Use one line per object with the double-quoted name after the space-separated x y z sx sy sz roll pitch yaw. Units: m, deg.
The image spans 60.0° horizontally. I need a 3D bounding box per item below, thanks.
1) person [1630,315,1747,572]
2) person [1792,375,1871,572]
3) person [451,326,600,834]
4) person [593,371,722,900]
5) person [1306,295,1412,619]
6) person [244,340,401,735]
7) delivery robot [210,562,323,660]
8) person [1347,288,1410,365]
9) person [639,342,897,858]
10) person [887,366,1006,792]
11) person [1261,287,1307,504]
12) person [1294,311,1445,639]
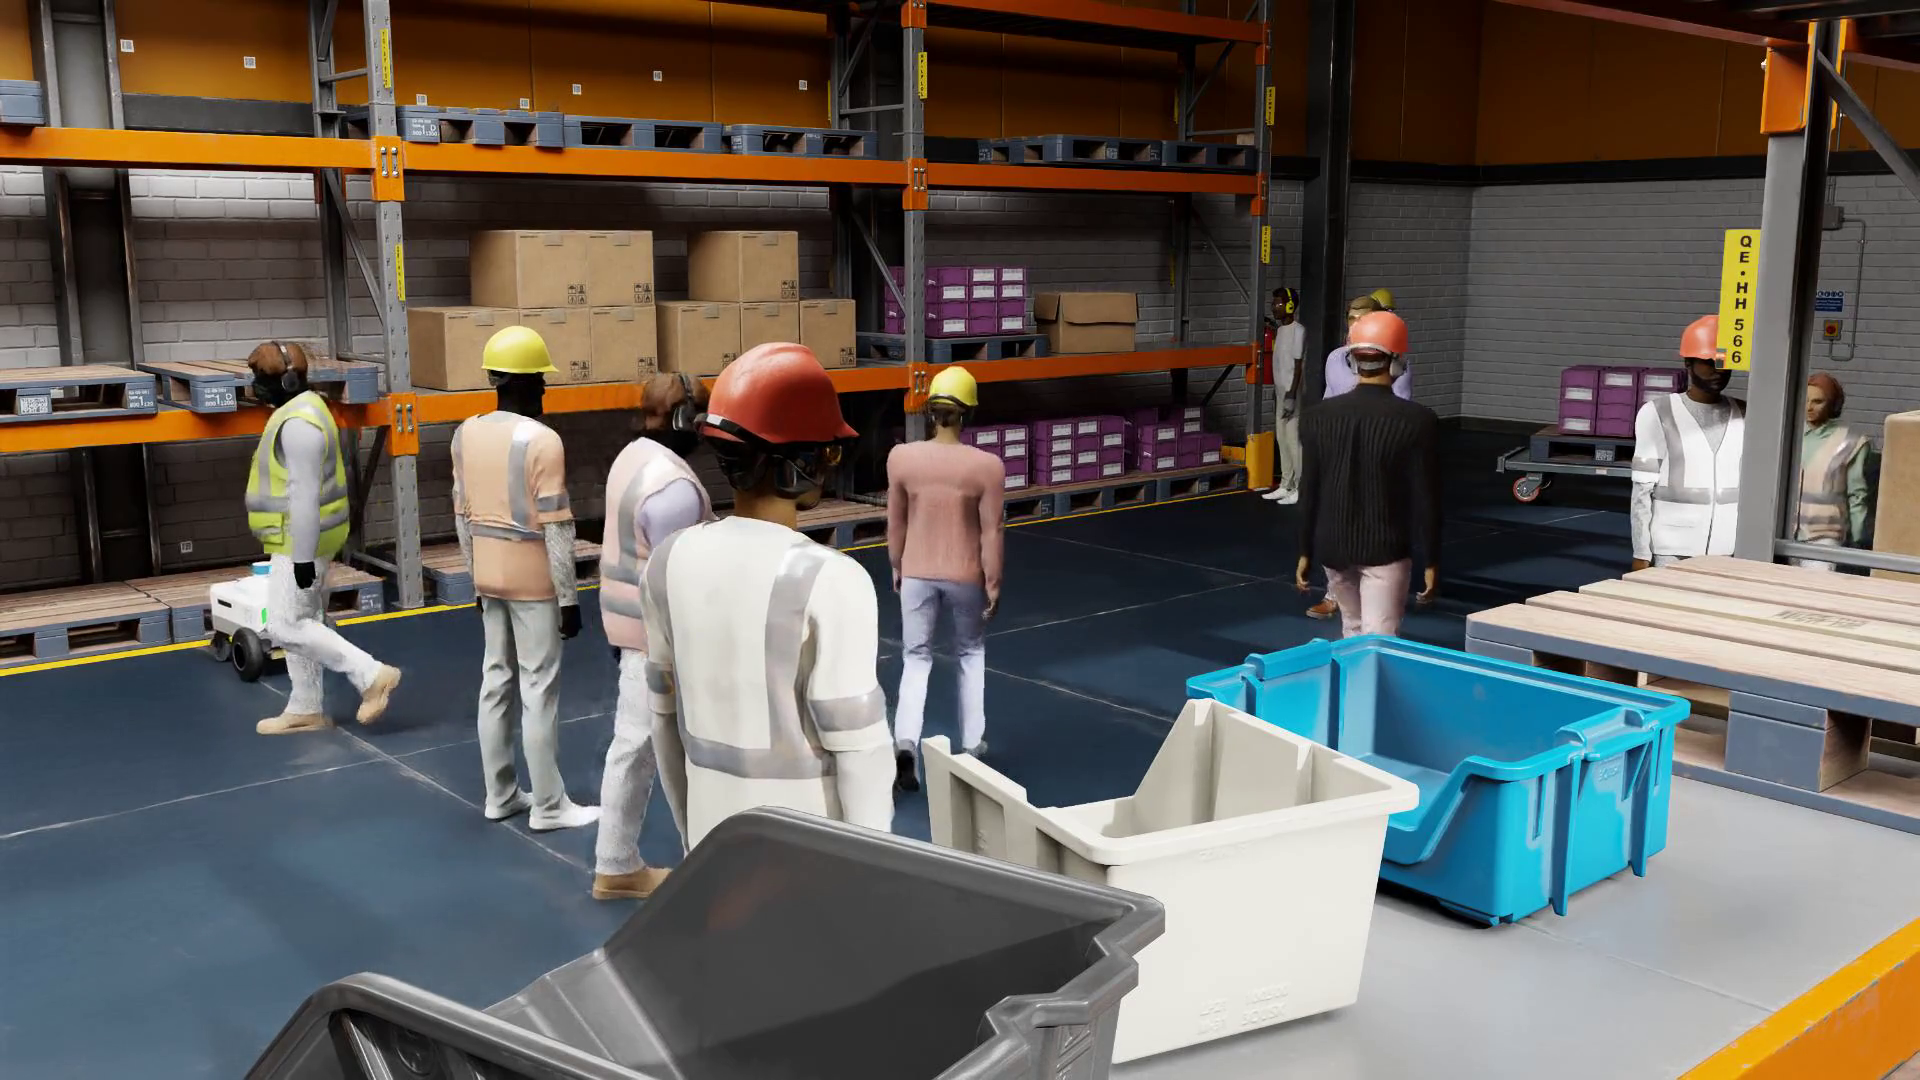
3.118 0.020 7.064 0.543 1.939 0.360 -1 10 -6 "person"
4.270 -0.043 8.368 0.859 1.599 0.521 -9 13 -41 "person"
-1.664 0.156 6.347 0.601 1.925 0.378 7 12 34 "person"
-0.878 0.330 5.713 0.913 1.796 0.659 -4 11 -20 "person"
2.336 -0.459 9.746 0.370 1.940 0.630 -7 12 -34 "person"
-2.905 0.006 7.483 0.550 1.819 0.646 -3 11 -18 "person"
-3.667 0.358 8.784 0.707 0.478 0.477 10 14 44 "delivery robot"
3.784 -1.348 15.021 0.589 1.834 0.404 8 13 37 "person"
-0.356 0.629 3.362 0.609 2.044 0.374 8 13 37 "person"
-0.074 0.152 6.890 0.525 1.737 0.773 2 10 11 "person"
2.821 -1.237 14.359 0.326 1.856 0.498 -2 10 -12 "person"
1.644 0.050 6.837 0.635 1.971 0.906 9 13 41 "person"
